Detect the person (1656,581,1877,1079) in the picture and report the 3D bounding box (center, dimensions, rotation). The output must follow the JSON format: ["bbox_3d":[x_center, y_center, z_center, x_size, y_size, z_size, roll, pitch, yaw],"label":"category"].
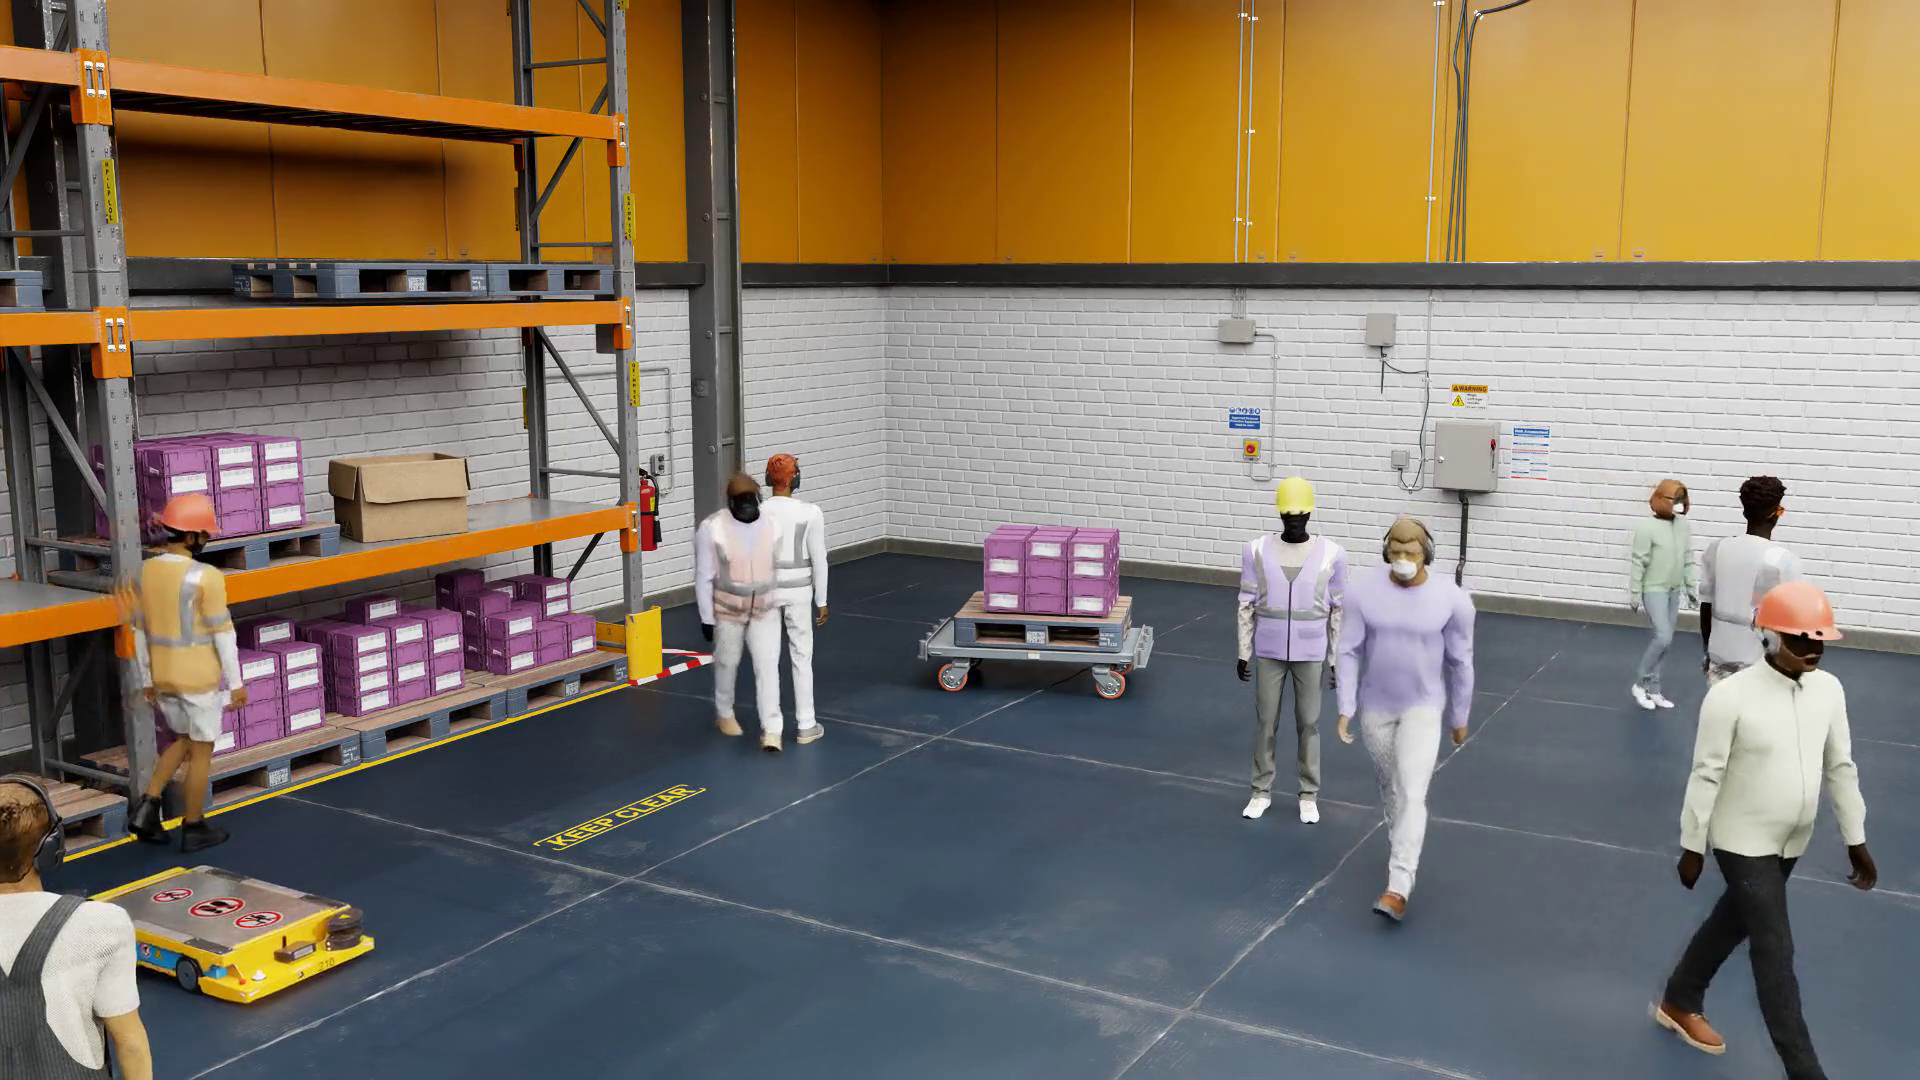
[{"bbox_3d":[3.007,1.092,6.156,0.630,1.931,1.072,-4,10,-23],"label":"person"}]

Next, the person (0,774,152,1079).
[{"bbox_3d":[-2.233,1.472,4.043,0.516,1.843,0.325,-3,10,-18],"label":"person"}]

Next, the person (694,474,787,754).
[{"bbox_3d":[-1.366,0.450,10.612,0.658,1.785,0.987,-3,10,-19],"label":"person"}]

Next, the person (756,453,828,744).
[{"bbox_3d":[-1.137,0.379,10.743,0.585,1.882,0.337,1,9,9],"label":"person"}]

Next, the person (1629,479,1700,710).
[{"bbox_3d":[4.905,0.383,11.546,0.508,1.622,0.397,-5,10,-30],"label":"person"}]

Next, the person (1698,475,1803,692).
[{"bbox_3d":[4.252,0.626,8.942,0.362,1.966,0.611,-4,10,-25],"label":"person"}]

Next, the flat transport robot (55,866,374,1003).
[{"bbox_3d":[-3.370,1.716,7.419,1.431,0.197,0.652,5,11,30],"label":"flat transport robot"}]

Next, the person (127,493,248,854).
[{"bbox_3d":[-4.008,0.708,8.610,0.555,1.910,0.444,3,10,21],"label":"person"}]

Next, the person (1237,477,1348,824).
[{"bbox_3d":[1.825,0.607,9.188,0.594,1.924,0.372,3,9,16],"label":"person"}]

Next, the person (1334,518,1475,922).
[{"bbox_3d":[2.120,0.824,7.990,0.621,1.886,1.041,5,10,29],"label":"person"}]
